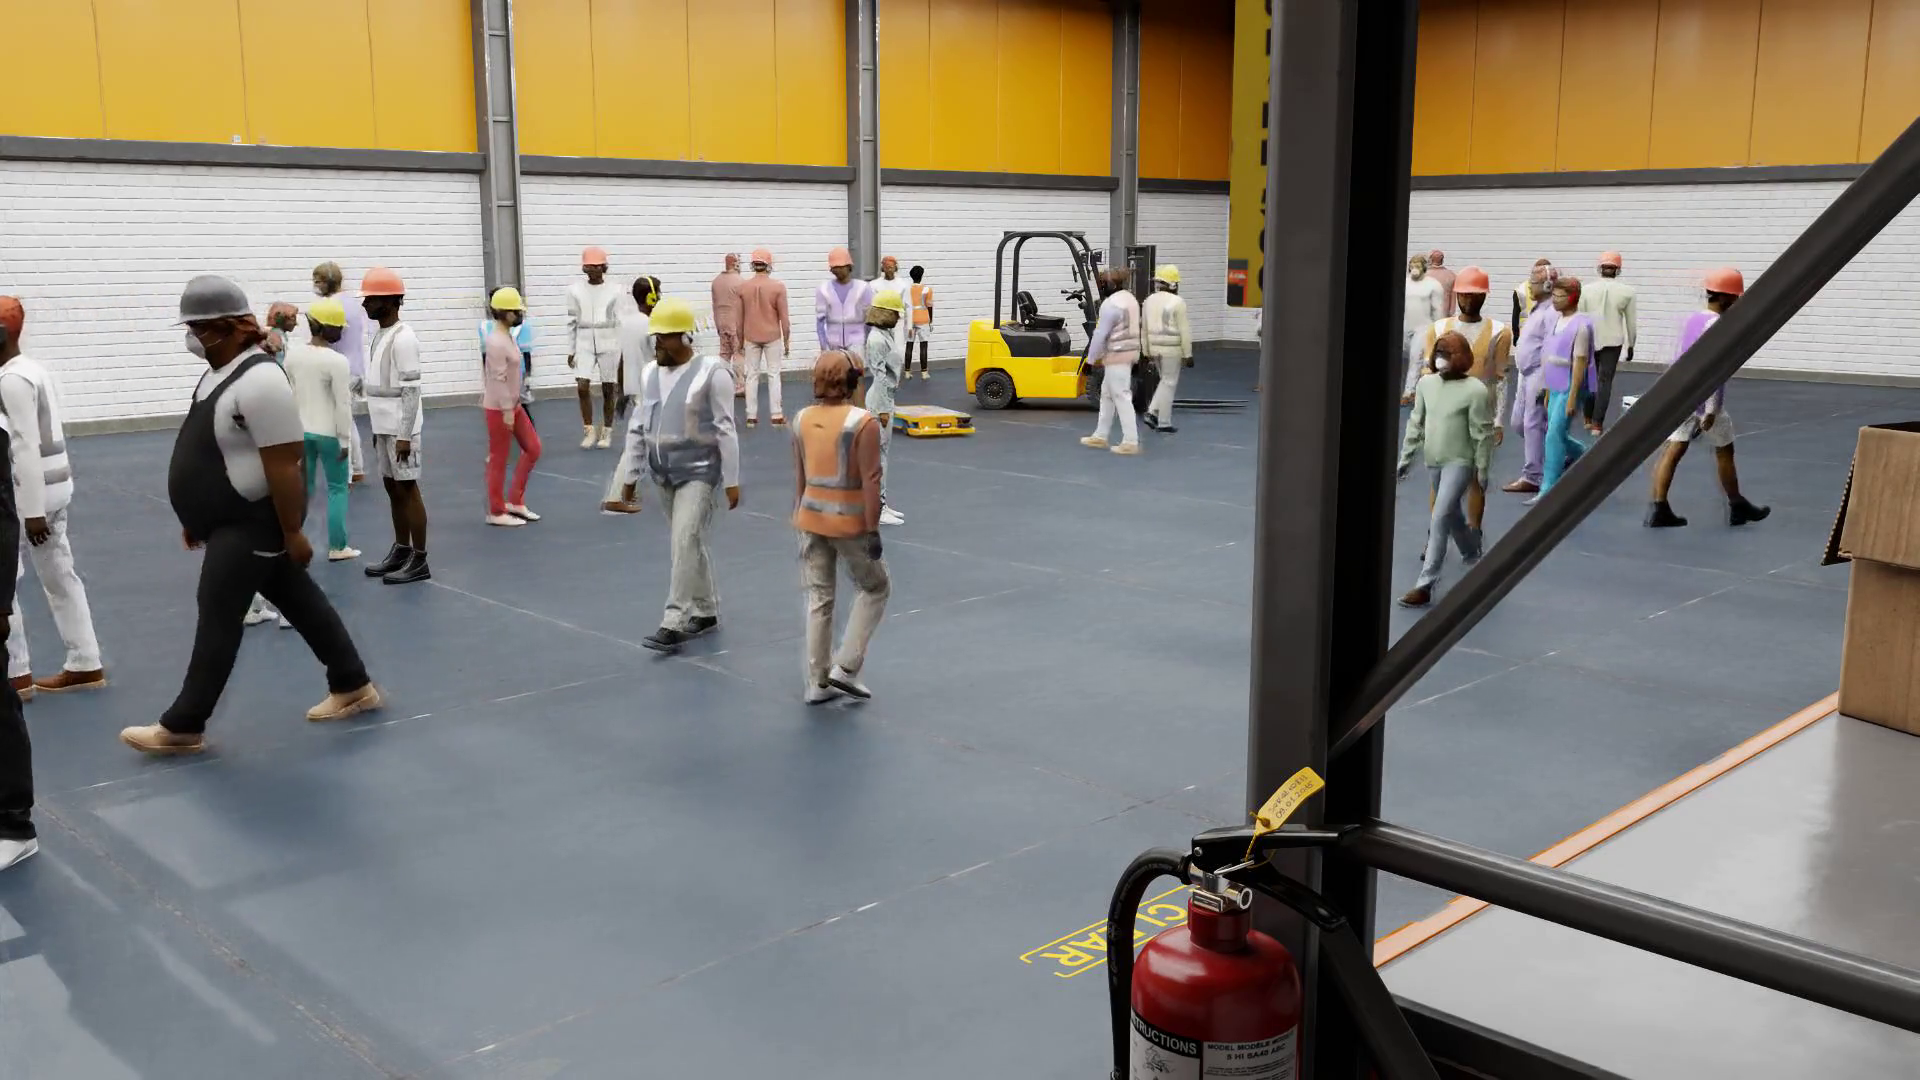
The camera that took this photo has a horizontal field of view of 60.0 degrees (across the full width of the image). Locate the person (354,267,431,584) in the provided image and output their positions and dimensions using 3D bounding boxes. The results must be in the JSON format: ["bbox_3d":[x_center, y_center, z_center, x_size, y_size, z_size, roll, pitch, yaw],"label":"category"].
[{"bbox_3d":[-3.497,-0.700,10.241,0.354,1.939,0.544,-8,13,-38],"label":"person"}]

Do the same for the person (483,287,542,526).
[{"bbox_3d":[-3.265,-0.963,12.162,0.483,1.747,0.556,0,10,-1],"label":"person"}]

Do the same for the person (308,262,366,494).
[{"bbox_3d":[-5.214,-1.343,13.841,0.518,1.910,0.633,-1,10,-3],"label":"person"}]

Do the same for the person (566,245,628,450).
[{"bbox_3d":[-3.602,-1.883,16.445,0.636,2.024,0.686,0,10,0],"label":"person"}]

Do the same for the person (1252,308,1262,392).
[{"bbox_3d":[4.188,-2.968,22.699,0.403,1.906,0.651,5,11,25],"label":"person"}]

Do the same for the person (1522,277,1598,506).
[{"bbox_3d":[4.846,-1.155,13.079,0.713,1.820,0.575,0,10,-1],"label":"person"}]

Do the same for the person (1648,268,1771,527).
[{"bbox_3d":[5.521,-1.024,12.128,0.982,1.882,0.560,-2,11,-11],"label":"person"}]

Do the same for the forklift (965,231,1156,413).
[{"bbox_3d":[1.222,-2.721,20.561,2.313,2.155,1.214,2,11,13],"label":"forklift"}]

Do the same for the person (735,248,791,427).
[{"bbox_3d":[-2.191,-2.248,18.563,0.640,1.988,0.403,2,11,9],"label":"person"}]

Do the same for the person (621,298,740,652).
[{"bbox_3d":[-1.520,-0.327,8.576,0.629,1.799,0.817,7,12,33],"label":"person"}]

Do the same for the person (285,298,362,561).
[{"bbox_3d":[-4.150,-0.675,10.645,0.537,1.732,0.722,3,11,18],"label":"person"}]

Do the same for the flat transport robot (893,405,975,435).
[{"bbox_3d":[-0.414,-1.316,18.148,0.652,0.197,1.431,-4,11,-22],"label":"flat transport robot"}]

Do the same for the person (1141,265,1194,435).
[{"bbox_3d":[2.230,-2.020,17.766,0.428,1.817,0.599,-6,12,-31],"label":"person"}]

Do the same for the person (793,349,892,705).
[{"bbox_3d":[-0.550,-0.052,7.560,0.538,1.620,0.390,8,13,37],"label":"person"}]

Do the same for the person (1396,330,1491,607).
[{"bbox_3d":[2.867,-0.432,9.732,0.846,1.591,0.503,-6,12,-29],"label":"person"}]

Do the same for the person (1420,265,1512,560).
[{"bbox_3d":[3.284,-0.803,10.847,0.551,1.938,0.396,3,11,18],"label":"person"}]

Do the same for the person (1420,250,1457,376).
[{"bbox_3d":[7.128,-3.397,25.020,0.645,1.913,0.409,-1,10,-5],"label":"person"}]

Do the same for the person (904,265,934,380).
[{"bbox_3d":[-0.638,-3.220,24.670,0.529,1.690,0.321,4,11,21],"label":"person"}]

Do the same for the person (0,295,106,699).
[{"bbox_3d":[-4.349,-0.176,7.601,0.720,1.855,0.603,-4,11,-22],"label":"person"}]

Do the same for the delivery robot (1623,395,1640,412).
[{"bbox_3d":[7.390,-1.400,17.558,0.707,0.478,0.477,1,10,0],"label":"delivery robot"}]

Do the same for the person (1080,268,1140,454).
[{"bbox_3d":[1.440,-1.752,16.340,0.805,1.801,0.627,5,11,24],"label":"person"}]

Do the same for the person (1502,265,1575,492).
[{"bbox_3d":[4.837,-1.325,13.783,0.519,1.887,0.656,1,10,4],"label":"person"}]

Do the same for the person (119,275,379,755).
[{"bbox_3d":[-3.003,-0.161,7.023,1.068,2.000,0.676,-6,12,-30],"label":"person"}]

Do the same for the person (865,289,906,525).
[{"bbox_3d":[-0.551,-0.989,12.370,0.305,1.737,0.484,0,10,0],"label":"person"}]

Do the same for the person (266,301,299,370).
[{"bbox_3d":[-5.371,-1.068,13.126,0.392,1.620,0.525,-5,12,-25],"label":"person"}]

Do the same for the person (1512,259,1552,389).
[{"bbox_3d":[7.077,-2.505,20.345,0.633,1.843,0.429,5,12,27],"label":"person"}]

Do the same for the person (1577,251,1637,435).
[{"bbox_3d":[7.011,-2.144,18.070,0.647,1.948,0.972,5,11,24],"label":"person"}]

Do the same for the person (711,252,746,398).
[{"bbox_3d":[-2.969,-2.830,21.944,0.652,1.906,0.403,9,14,40],"label":"person"}]

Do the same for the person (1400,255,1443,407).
[{"bbox_3d":[5.745,-2.644,20.993,0.647,1.893,1.009,8,13,37],"label":"person"}]

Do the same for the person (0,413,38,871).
[{"bbox_3d":[-3.381,0.166,5.575,0.591,1.919,0.392,4,11,22],"label":"person"}]

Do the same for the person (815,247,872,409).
[{"bbox_3d":[-1.218,-2.067,17.524,0.615,1.993,1.004,0,10,2],"label":"person"}]

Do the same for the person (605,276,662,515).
[{"bbox_3d":[-2.393,-1.124,12.895,0.994,1.812,0.554,-8,13,-38],"label":"person"}]

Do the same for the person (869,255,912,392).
[{"bbox_3d":[-0.937,-2.861,22.209,0.614,1.867,0.421,-1,10,-7],"label":"person"}]

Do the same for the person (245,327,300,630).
[{"bbox_3d":[-3.771,-0.331,9.040,0.515,1.640,0.315,4,11,22],"label":"person"}]

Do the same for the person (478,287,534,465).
[{"bbox_3d":[-4.284,-1.573,15.795,0.537,1.652,0.902,1,10,4],"label":"person"}]
